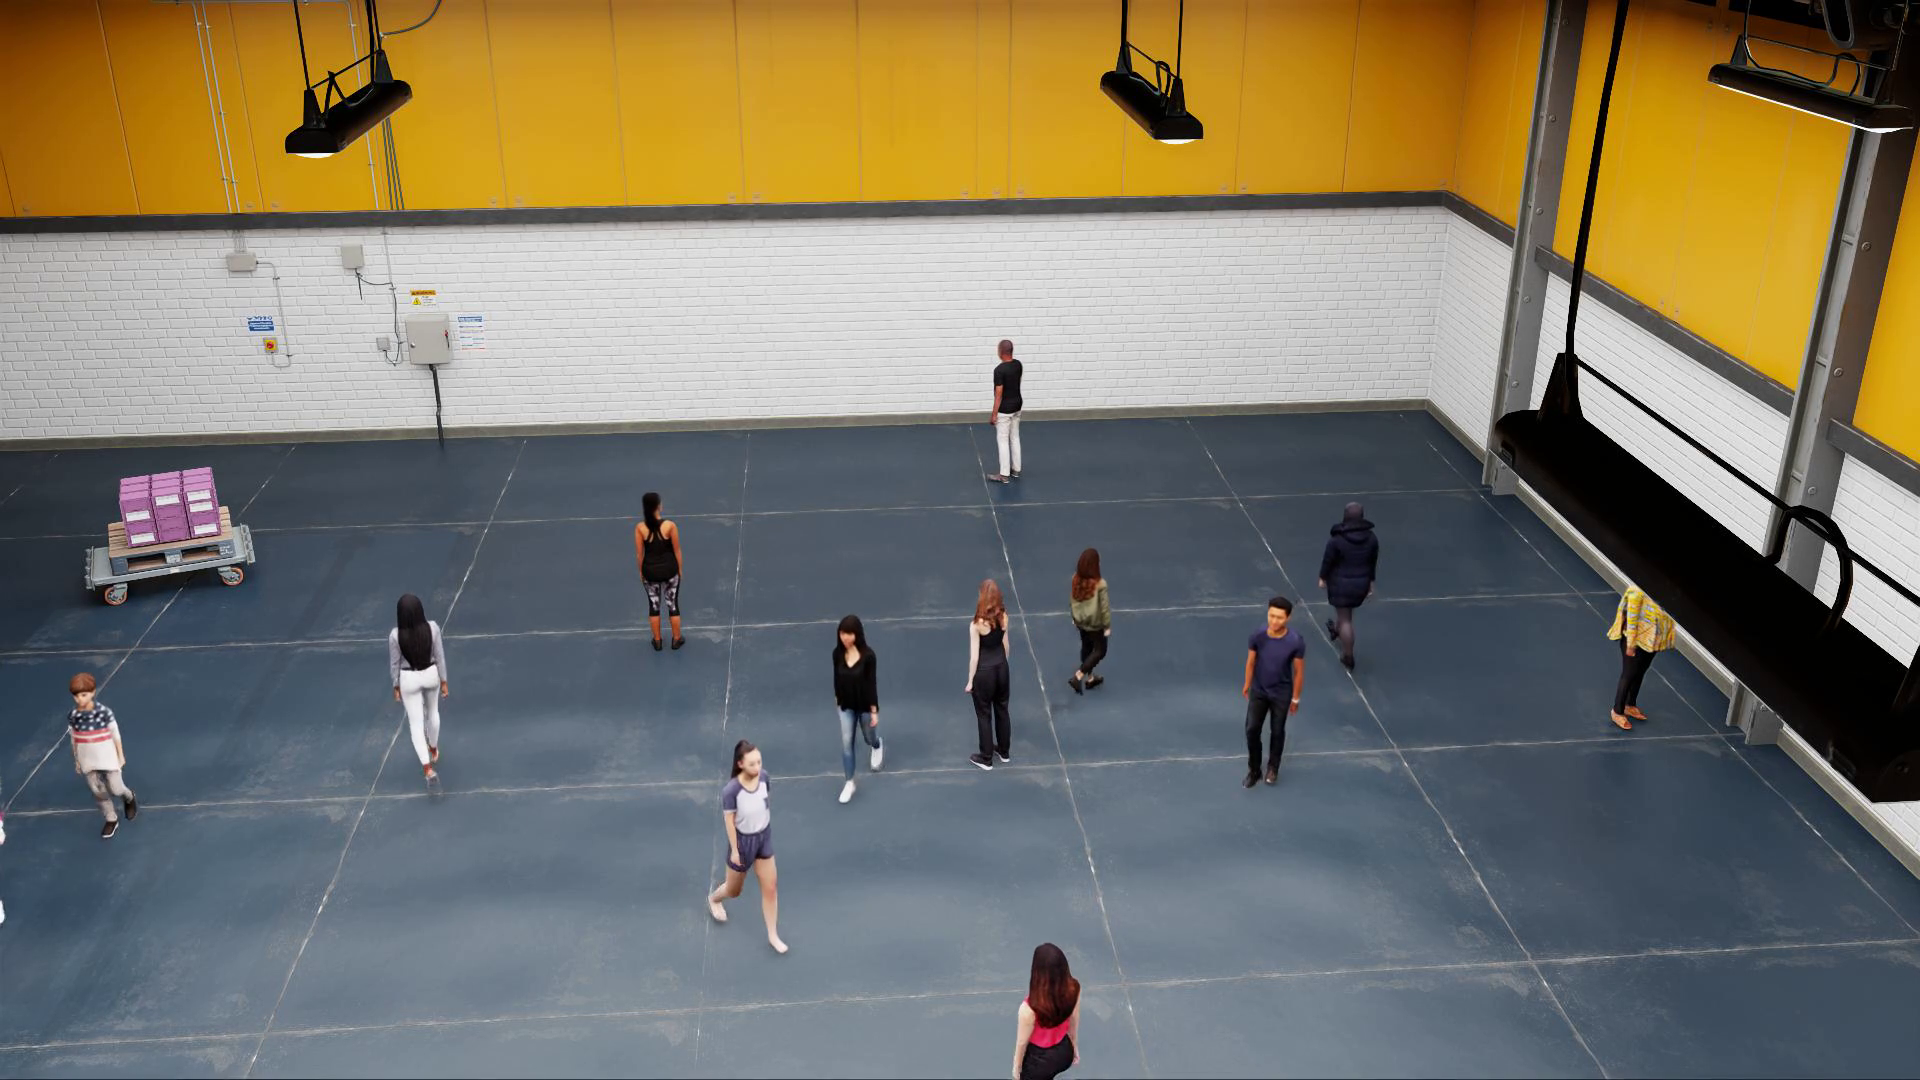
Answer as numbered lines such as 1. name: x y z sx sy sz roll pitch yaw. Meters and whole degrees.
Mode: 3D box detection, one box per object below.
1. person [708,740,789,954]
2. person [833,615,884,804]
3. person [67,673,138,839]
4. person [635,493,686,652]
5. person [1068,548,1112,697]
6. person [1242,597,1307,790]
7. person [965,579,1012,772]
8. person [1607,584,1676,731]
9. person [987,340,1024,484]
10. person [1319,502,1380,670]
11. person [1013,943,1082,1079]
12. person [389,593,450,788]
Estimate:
1. person: -1.592 2.195 12.070 0.983 1.621 1.097 -20 31 -38
2. person: -0.830 1.350 13.997 0.771 1.625 1.059 6 24 12
3. person: -6.943 1.703 13.436 0.504 1.428 0.608 -2 24 -5
4. person: -2.950 0.296 16.351 0.570 1.671 0.491 -2 24 -4
5. person: 1.179 0.788 15.477 0.852 1.469 0.898 21 31 40
6. person: 2.665 1.245 14.050 0.836 1.775 0.877 10 25 21
7. person: 0.264 1.150 14.305 0.664 1.746 0.670 -16 28 -33
8. person: 6.134 0.899 14.992 0.879 1.655 0.931 -19 30 -36
9. person: 0.589 -1.601 20.525 0.819 1.804 0.755 18 29 35
10. person: 3.765 0.464 16.013 0.730 1.635 1.041 -4 24 -9
11. person: 0.556 3.149 9.884 0.968 1.624 1.145 -18 29 -35
12. person: -4.558 1.274 14.081 0.861 1.698 1.183 -11 26 -23
